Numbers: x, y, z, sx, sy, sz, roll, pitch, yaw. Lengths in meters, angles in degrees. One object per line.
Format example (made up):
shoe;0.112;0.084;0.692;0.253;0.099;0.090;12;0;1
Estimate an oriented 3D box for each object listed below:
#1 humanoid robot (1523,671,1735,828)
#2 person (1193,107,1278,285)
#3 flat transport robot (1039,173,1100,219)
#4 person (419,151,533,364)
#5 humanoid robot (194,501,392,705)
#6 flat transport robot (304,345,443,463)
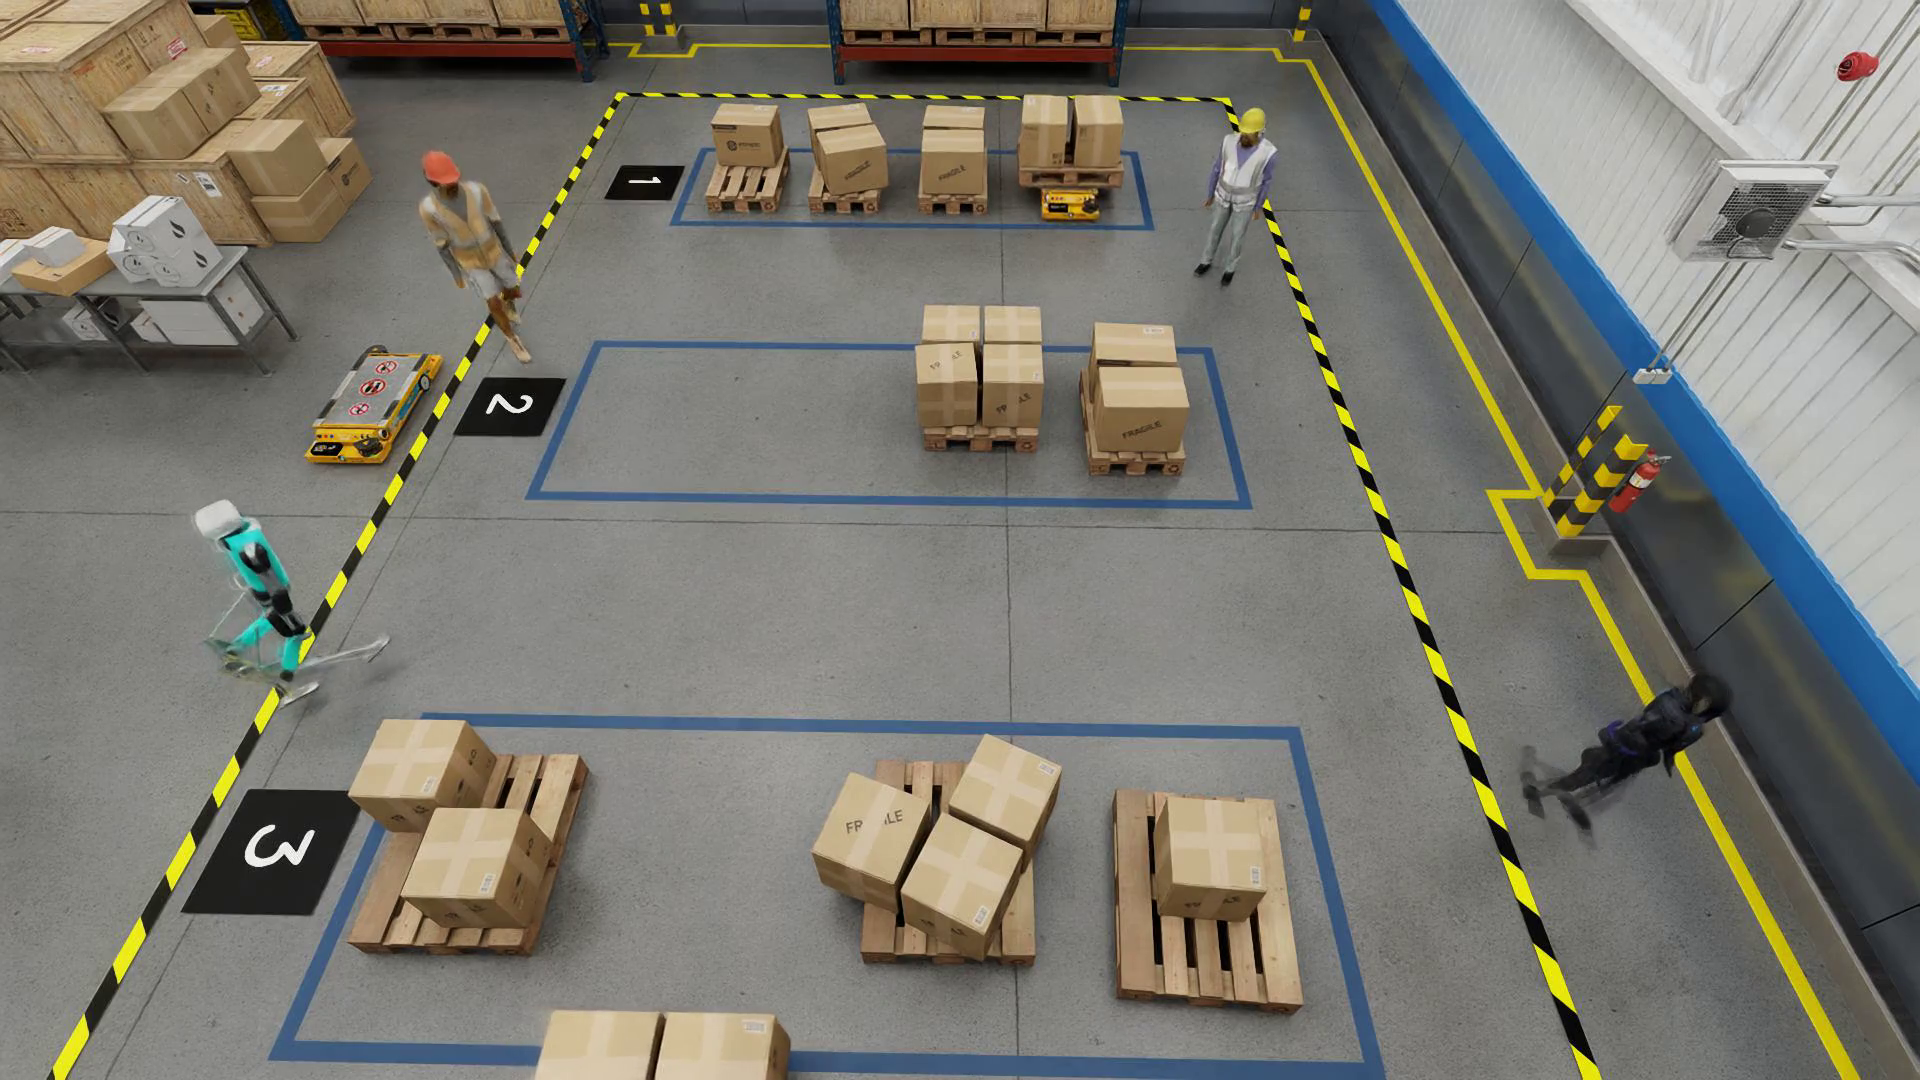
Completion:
humanoid robot;3.949;1.253;5.377;0.600;1.660;0.312;-8;50;-7
person;2.781;-3.450;9.262;0.599;1.829;0.404;25;54;20
flat transport robot;1.291;-4.322;11.006;0.652;0.197;1.431;1;50;1
person;-4.421;-2.611;8.429;0.629;2.026;0.710;-35;58;-26
humanoid robot;-4.549;0.506;5.963;0.534;1.721;1.008;37;59;27
flat transport robot;-5.383;-1.269;8.441;0.659;0.231;1.431;1;50;1
